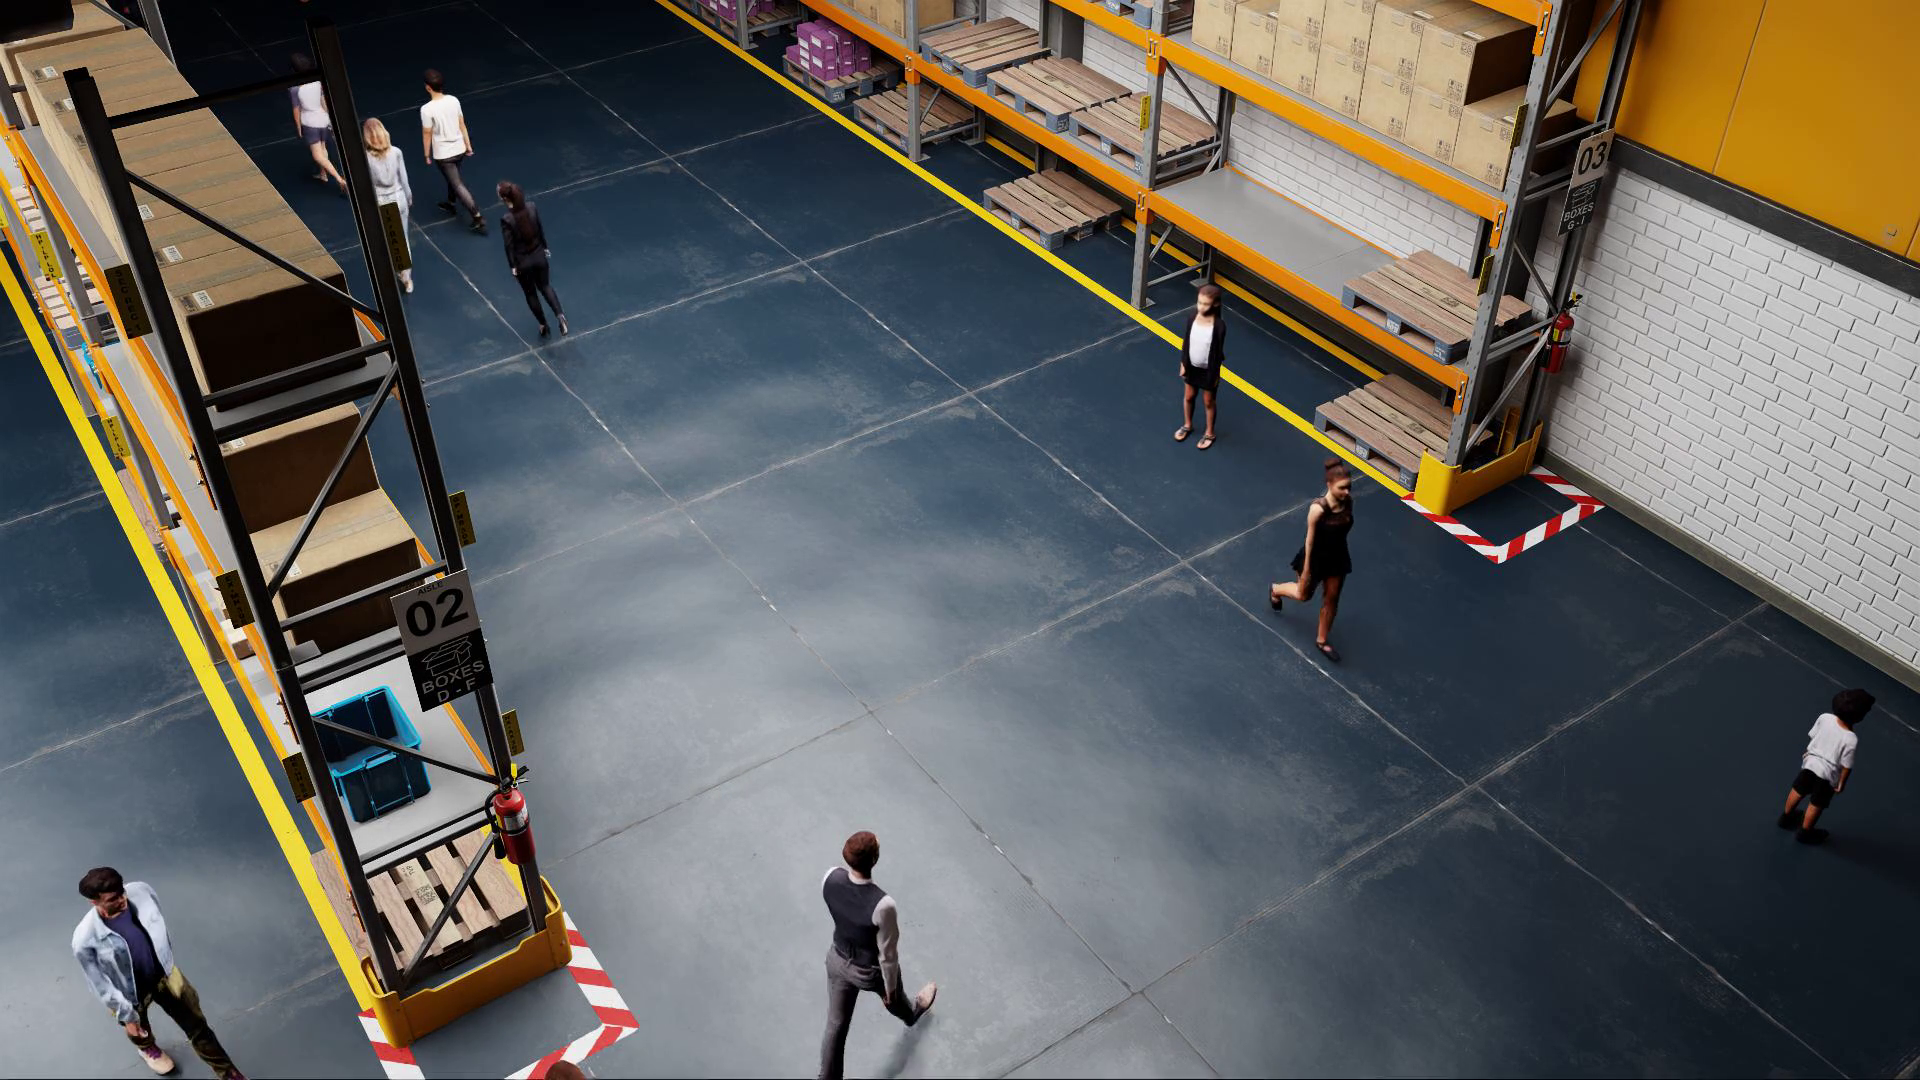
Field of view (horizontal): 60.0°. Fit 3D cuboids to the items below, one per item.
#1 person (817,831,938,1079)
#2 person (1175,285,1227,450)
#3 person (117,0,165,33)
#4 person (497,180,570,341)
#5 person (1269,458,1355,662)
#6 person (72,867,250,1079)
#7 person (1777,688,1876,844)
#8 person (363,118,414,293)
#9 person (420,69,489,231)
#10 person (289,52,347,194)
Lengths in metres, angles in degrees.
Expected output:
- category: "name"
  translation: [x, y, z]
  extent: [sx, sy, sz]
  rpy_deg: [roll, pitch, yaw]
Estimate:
- category: "person"
  translation: [-0.607, 2.393, 9.144]
  extent: [1.298, 1.886, 1.052]
  rpy_deg: [24, 44, 27]
- category: "person"
  translation: [2.090, -1.509, 14.298]
  extent: [0.566, 1.552, 0.662]
  rpy_deg: [22, 44, 25]
- category: "person"
  translation: [-10.349, -6.770, 20.682]
  extent: [0.907, 1.807, 0.865]
  rpy_deg: [10, 40, 12]
- category: "person"
  translation: [-3.962, -2.548, 15.490]
  extent: [0.673, 1.688, 0.805]
  rpy_deg: [-28, 46, -31]
- category: "person"
  translation: [2.620, 0.086, 12.220]
  extent: [0.612, 1.653, 0.989]
  rpy_deg: [-21, 43, -24]
- category: "person"
  translation: [-4.593, 2.421, 9.209]
  extent: [1.265, 1.762, 0.986]
  rpy_deg: [23, 44, 26]
- category: "person"
  translation: [5.631, 1.454, 10.822]
  extent: [0.587, 1.259, 0.467]
  rpy_deg: [-15, 41, -18]
- category: "person"
  translation: [-5.567, -3.242, 16.281]
  extent: [0.660, 1.785, 0.670]
  rpy_deg: [-17, 42, -20]
- category: "person"
  translation: [-5.290, -4.040, 17.362]
  extent: [1.189, 1.682, 0.878]
  rpy_deg: [25, 45, 28]
- category: "person"
  translation: [-6.983, -4.514, 18.072]
  extent: [1.036, 1.538, 0.765]
  rpy_deg: [24, 45, 27]
